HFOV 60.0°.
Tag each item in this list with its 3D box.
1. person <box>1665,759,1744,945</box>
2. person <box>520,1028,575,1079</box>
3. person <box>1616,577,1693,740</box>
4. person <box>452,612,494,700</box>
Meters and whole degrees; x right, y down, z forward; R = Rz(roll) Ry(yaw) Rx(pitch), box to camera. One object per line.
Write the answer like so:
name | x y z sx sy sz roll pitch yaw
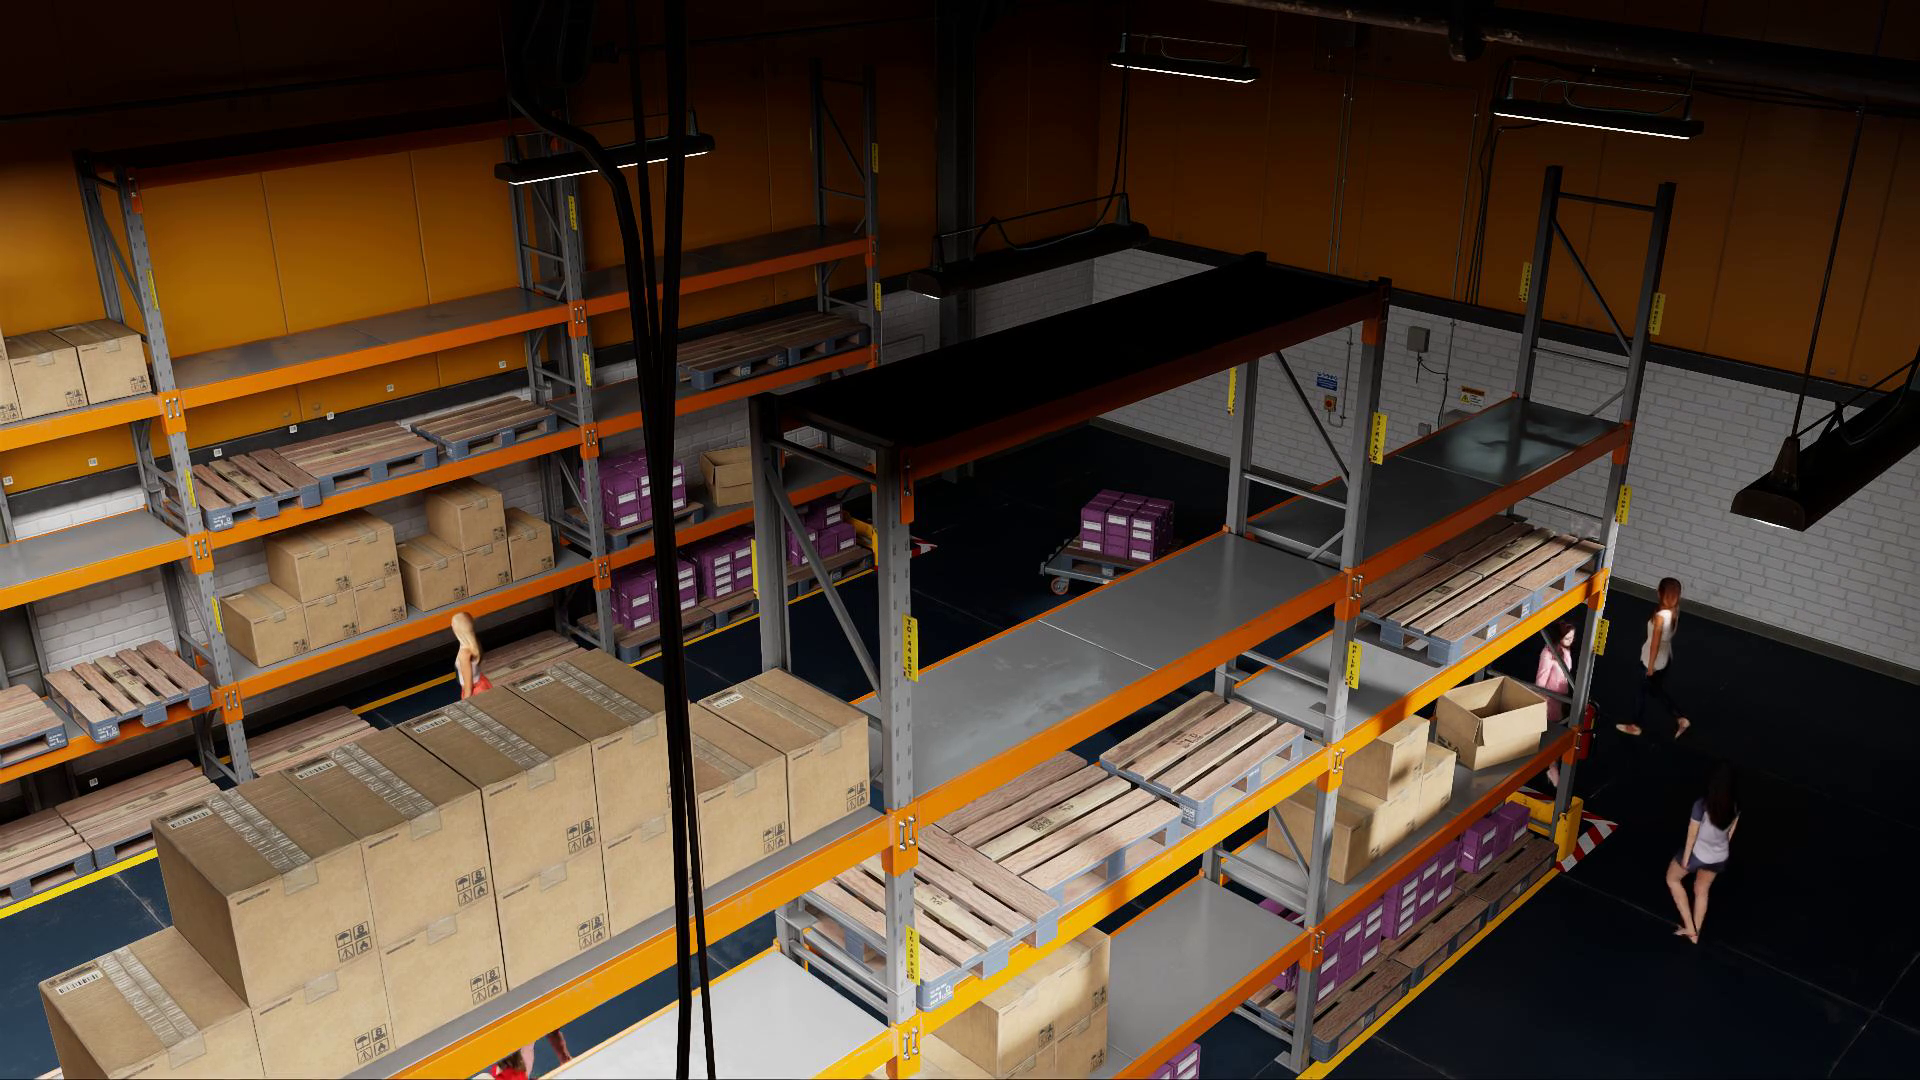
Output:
person | 6.038 2.563 13.395 0.699 1.694 0.781 -5 24 -12
person | -2.951 3.223 11.803 0.988 1.761 0.614 -18 29 -35
person | 6.964 1.212 16.398 0.646 1.765 0.843 21 31 40
person | -4.568 1.490 15.715 0.783 1.802 0.731 -1 24 -2
